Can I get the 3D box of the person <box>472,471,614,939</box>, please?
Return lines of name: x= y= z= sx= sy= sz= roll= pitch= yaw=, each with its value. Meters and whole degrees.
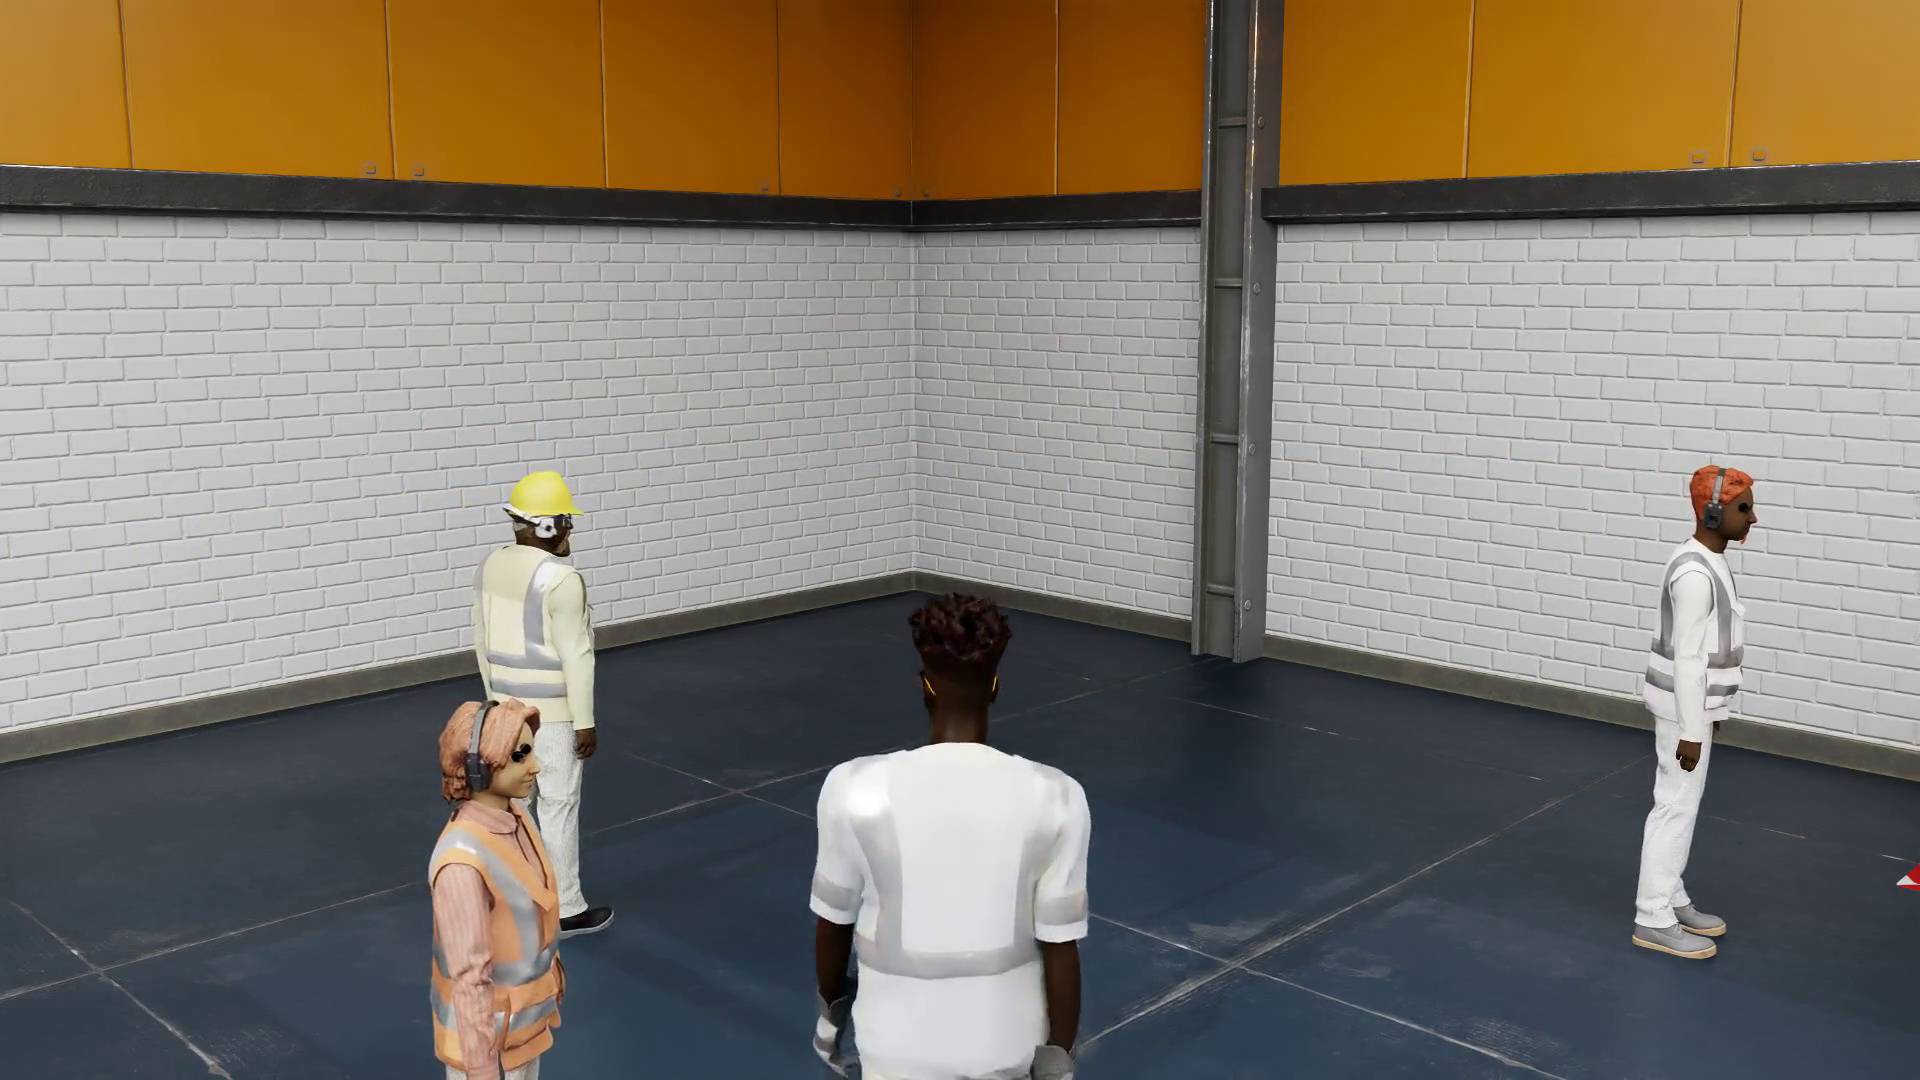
person: x=-1.631 y=0.641 z=6.530 sx=0.598 sy=1.828 sz=0.403 roll=7 pitch=12 yaw=37

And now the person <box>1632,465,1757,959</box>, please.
person: x=2.799 y=0.649 z=6.357 sx=0.350 sy=1.878 sz=0.567 roll=5 pitch=10 yaw=27

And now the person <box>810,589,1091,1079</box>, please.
person: x=-0.010 y=1.078 z=3.577 sx=0.598 sy=1.933 sz=0.902 roll=-1 pitch=9 yaw=-9

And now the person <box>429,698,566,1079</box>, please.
person: x=-1.072 y=1.169 z=3.872 sx=0.306 sy=1.639 sz=0.523 roll=-1 pitch=9 yaw=-4
